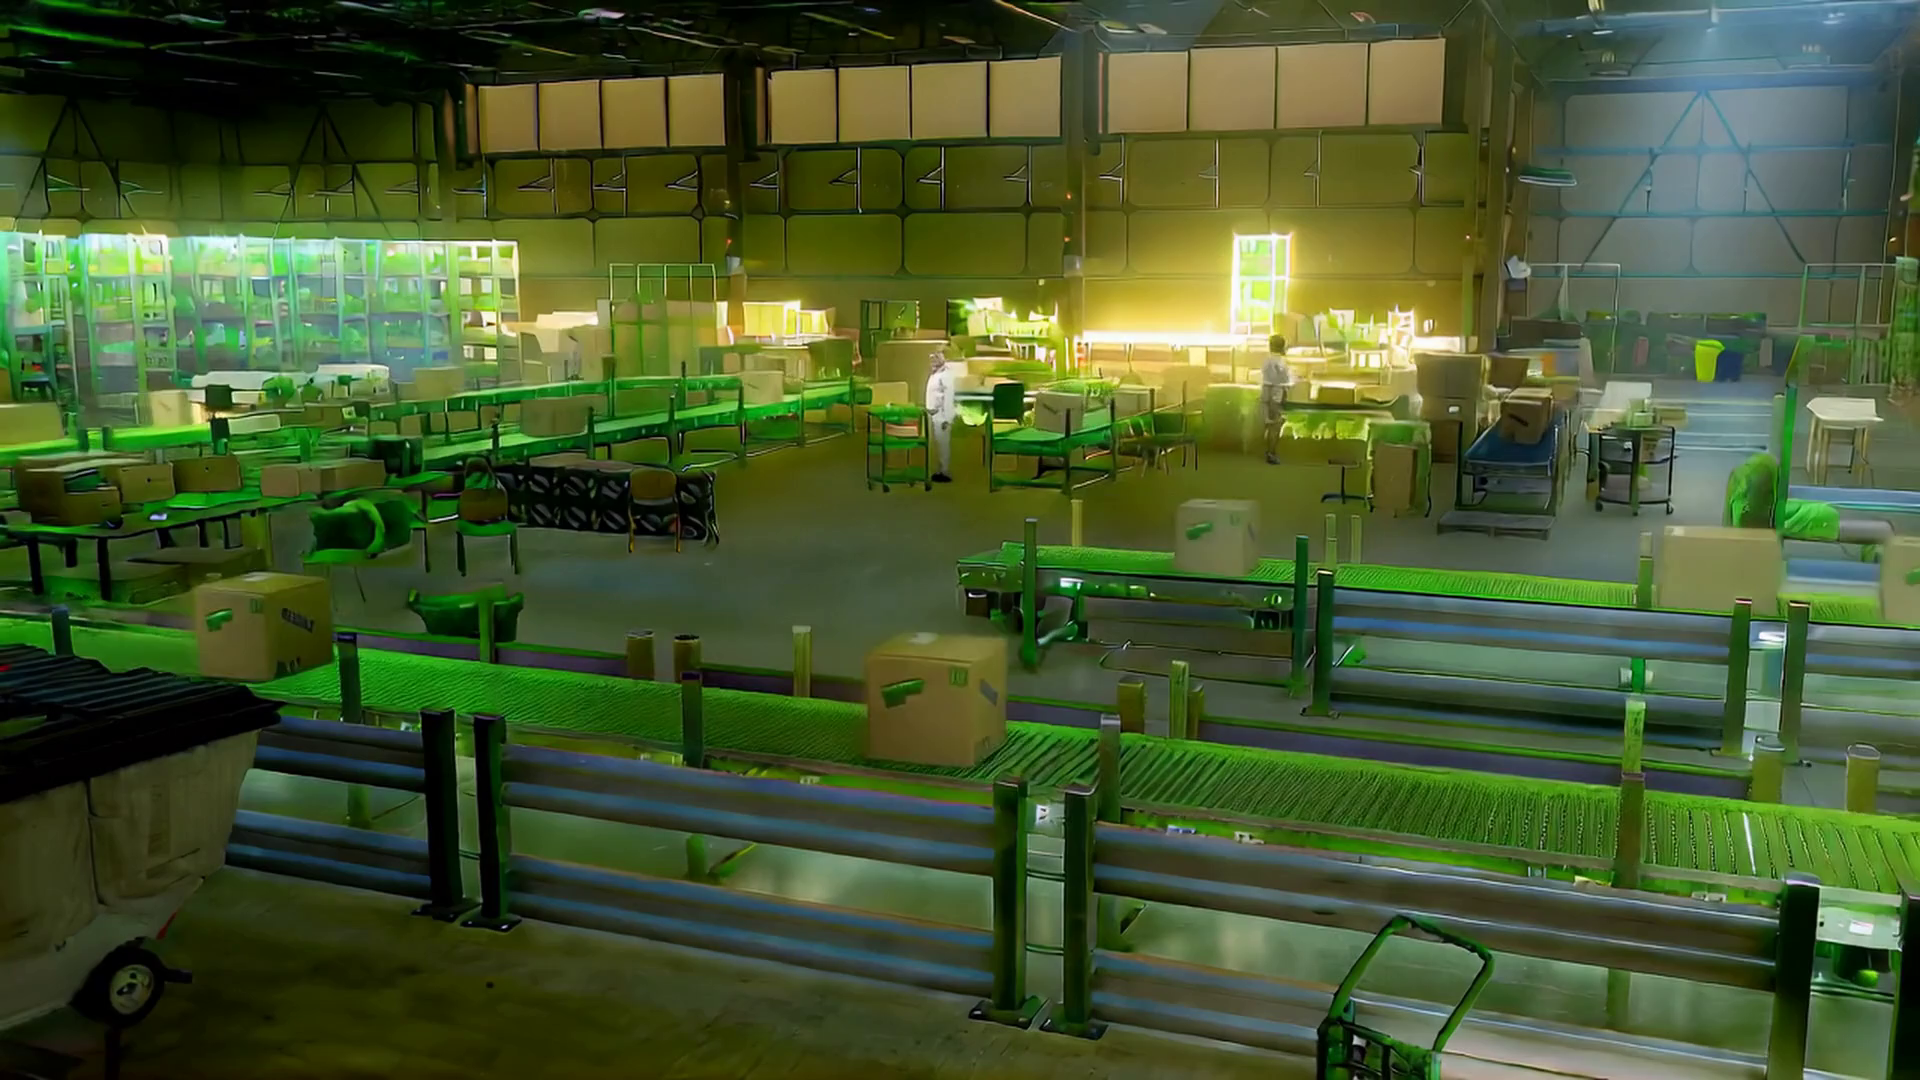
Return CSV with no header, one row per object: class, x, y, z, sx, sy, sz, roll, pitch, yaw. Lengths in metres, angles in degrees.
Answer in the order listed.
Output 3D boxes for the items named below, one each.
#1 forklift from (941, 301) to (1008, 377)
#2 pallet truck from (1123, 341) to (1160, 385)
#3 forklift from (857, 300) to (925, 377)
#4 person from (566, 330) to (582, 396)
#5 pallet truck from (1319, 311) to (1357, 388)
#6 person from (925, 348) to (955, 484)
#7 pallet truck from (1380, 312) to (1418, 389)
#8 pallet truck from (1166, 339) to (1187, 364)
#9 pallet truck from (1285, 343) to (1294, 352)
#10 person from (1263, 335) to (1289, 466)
forklift,0.365,-4.966,41.571,1.157,1.987,2.680,3,10,20
pallet truck,4.445,-4.380,41.279,0.680,1.201,1.601,4,10,22
forklift,-1.732,-5.109,42.468,1.157,1.987,2.680,4,10,22
person,-7.875,-3.348,33.491,0.647,1.748,0.528,-6,11,-31
pallet truck,9.071,-4.419,39.190,0.823,1.965,1.885,5,10,26
person,-0.291,-1.732,23.237,0.397,1.899,0.640,-3,10,-18
pallet truck,10.207,-4.283,38.369,0.823,1.965,1.885,3,10,20
pallet truck,5.418,-4.269,40.420,0.704,1.261,1.522,3,10,20
pallet truck,7.886,-4.163,39.743,0.653,1.274,1.630,4,10,22
person,4.796,-2.117,25.286,0.481,1.989,0.685,7,12,36
